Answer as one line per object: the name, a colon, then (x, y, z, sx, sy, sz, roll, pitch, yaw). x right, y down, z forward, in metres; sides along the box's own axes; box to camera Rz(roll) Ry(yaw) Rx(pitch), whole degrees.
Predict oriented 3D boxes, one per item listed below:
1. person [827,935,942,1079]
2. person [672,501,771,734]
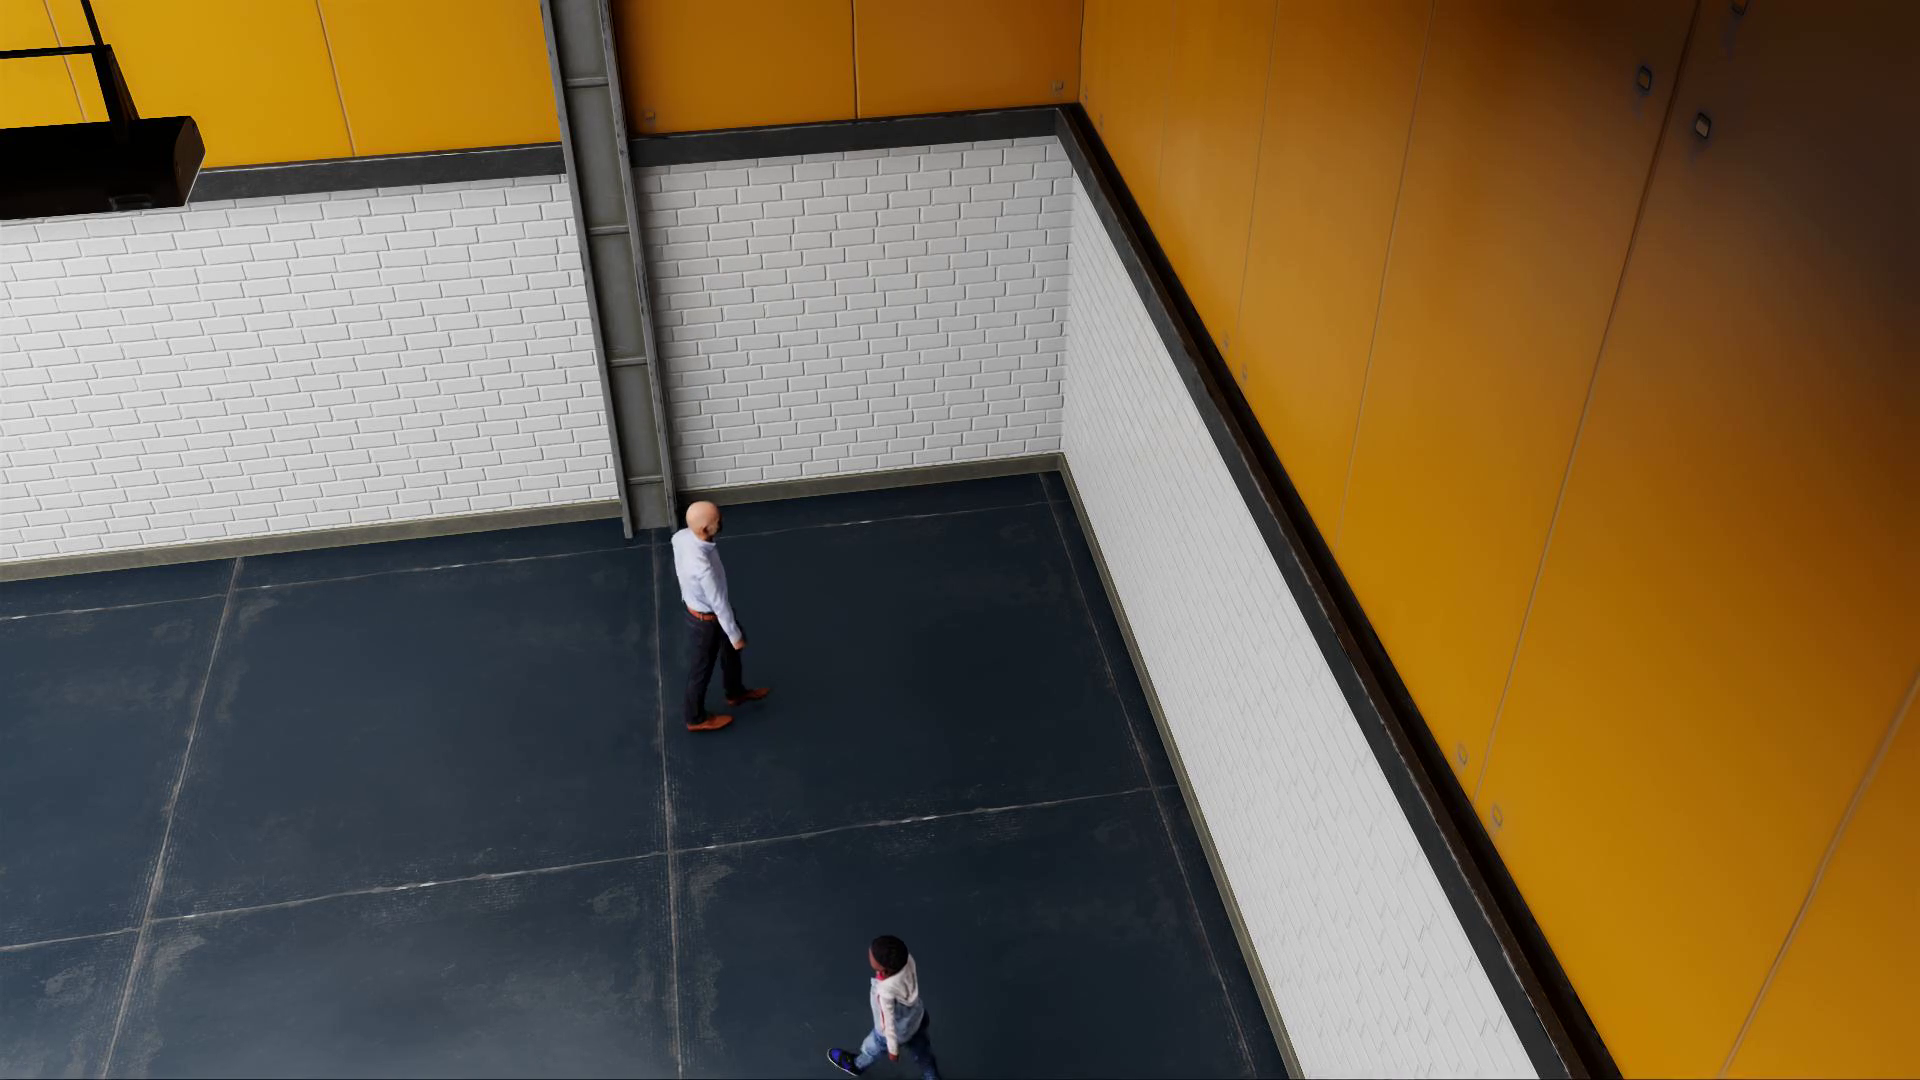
person: (-0.255, 2.435, 8.317, 0.943, 1.219, 0.838, 20, 43, 24)
person: (-1.642, 0.518, 10.276, 0.853, 1.770, 0.698, -10, 40, -13)
